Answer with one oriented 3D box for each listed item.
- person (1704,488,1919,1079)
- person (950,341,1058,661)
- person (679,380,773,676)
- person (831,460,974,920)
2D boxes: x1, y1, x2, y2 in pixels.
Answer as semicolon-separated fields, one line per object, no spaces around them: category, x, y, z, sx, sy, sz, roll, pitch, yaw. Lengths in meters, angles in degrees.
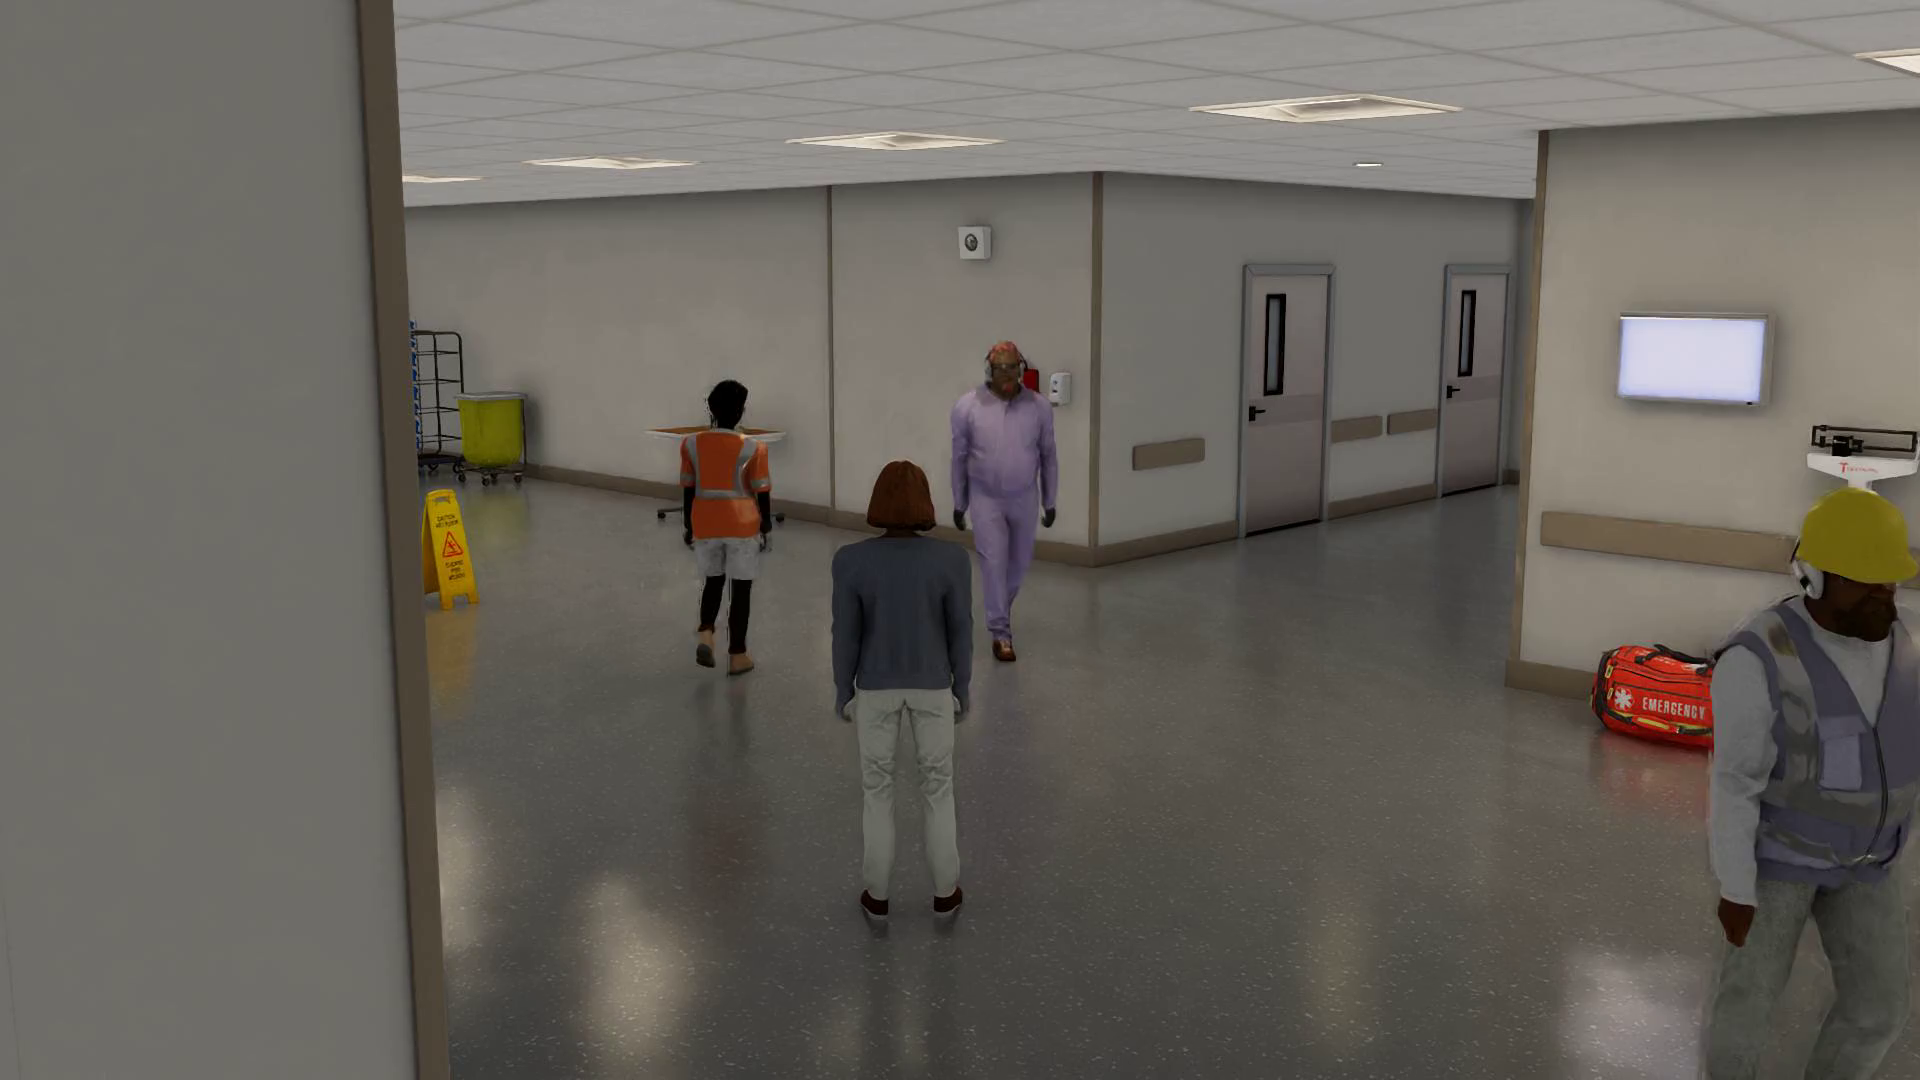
person;2.067;0.747;4.065;0.615;1.796;0.579;-2;9;-10
person;0.260;-0.268;10.065;0.651;1.881;0.857;-2;9;-12
person;-1.303;-0.062;9.378;0.545;1.680;0.375;2;10;14
person;-0.201;0.534;5.878;0.501;1.633;0.286;0;9;-1
